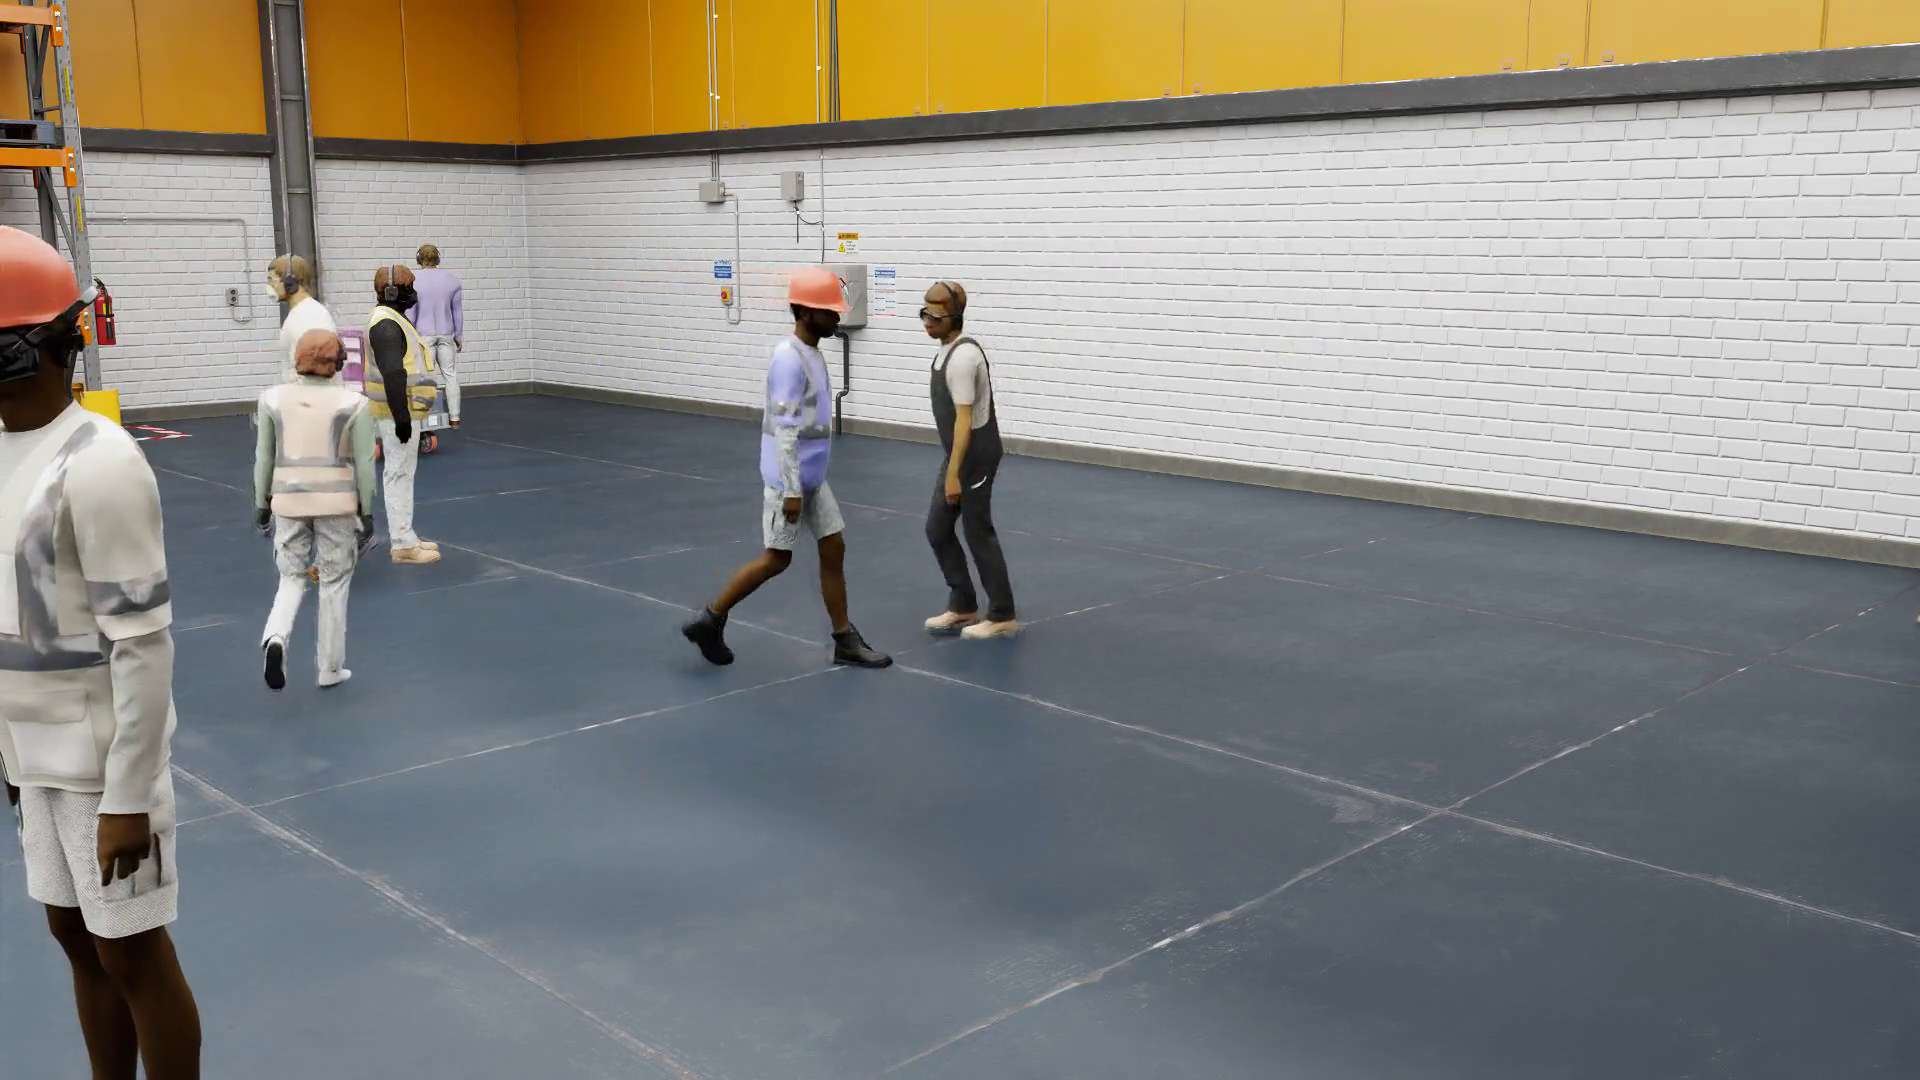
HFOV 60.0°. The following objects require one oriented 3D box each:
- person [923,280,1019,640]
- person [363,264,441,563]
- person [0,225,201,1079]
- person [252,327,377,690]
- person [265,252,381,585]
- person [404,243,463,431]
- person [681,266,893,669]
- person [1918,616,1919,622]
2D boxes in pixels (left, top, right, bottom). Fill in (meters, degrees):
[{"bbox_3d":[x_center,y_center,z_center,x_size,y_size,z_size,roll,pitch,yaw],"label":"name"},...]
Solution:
[{"bbox_3d":[0.050,-0.375,8.220,0.573,1.802,0.523,-3,11,-14],"label":"person"},{"bbox_3d":[-3.465,-0.781,10.350,0.429,1.844,0.627,-3,11,-18],"label":"person"},{"bbox_3d":[-1.756,0.418,3.265,0.609,2.040,0.395,9,14,41],"label":"person"},{"bbox_3d":[-2.844,-0.113,7.297,0.539,1.620,0.519,0,10,-2],"label":"person"},{"bbox_3d":[-3.725,-0.686,9.599,0.448,1.922,0.641,-4,11,-19],"label":"person"},{"bbox_3d":[-5.461,-2.096,17.253,0.630,1.938,0.366,-8,13,-36],"label":"person"},{"bbox_3d":[-0.820,-0.316,7.721,0.914,1.899,0.581,2,11,11],"label":"person"},{"bbox_3d":[5.238,-0.469,8.649,0.341,1.856,0.755,8,13,36],"label":"person"}]
